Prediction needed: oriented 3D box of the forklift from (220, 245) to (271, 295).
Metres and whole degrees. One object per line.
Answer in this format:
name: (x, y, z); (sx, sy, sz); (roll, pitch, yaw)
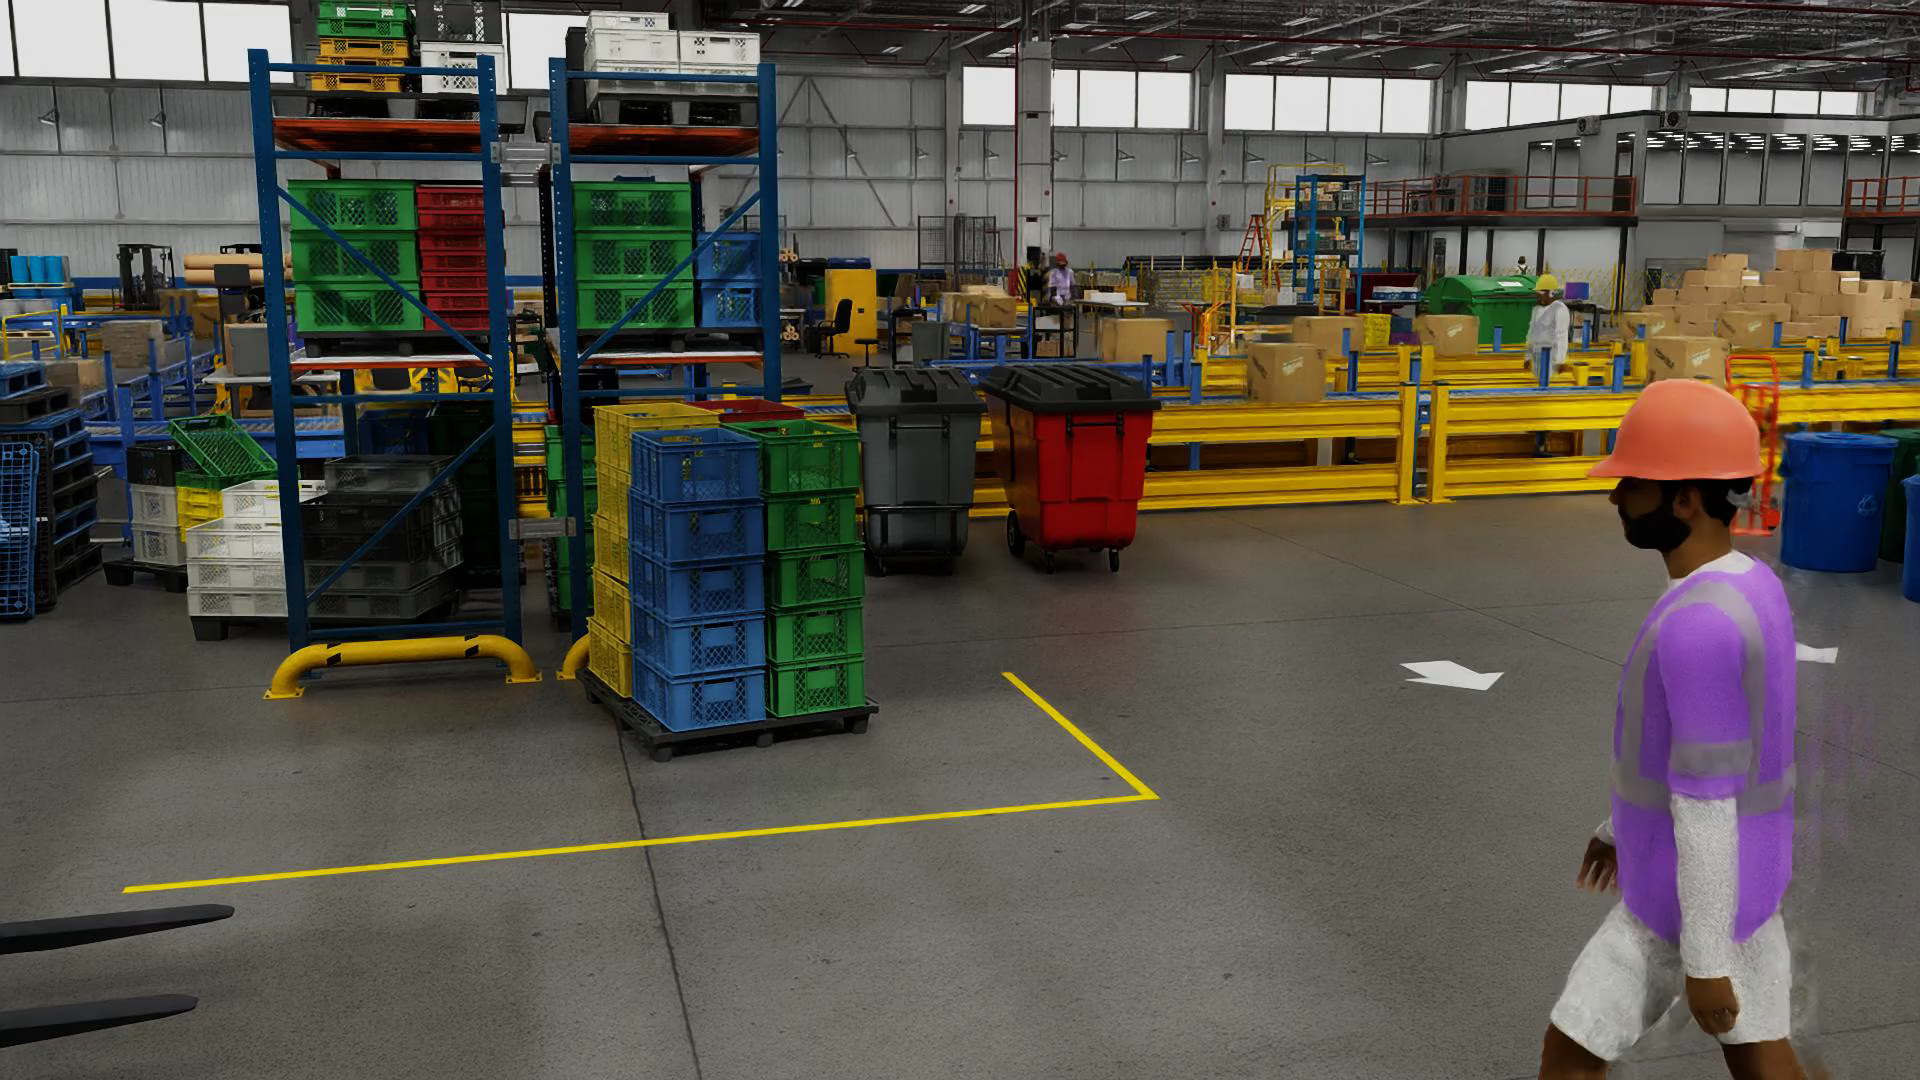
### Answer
forklift: (-17.749, -6.334, 41.440); (1.157, 1.987, 2.680); (-3, 10, -17)

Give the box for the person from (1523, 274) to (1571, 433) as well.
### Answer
person: (6.520, -2.043, 18.544); (0.416, 1.821, 0.609); (-2, 10, -10)

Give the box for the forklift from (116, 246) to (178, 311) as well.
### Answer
forklift: (-19.966, -6.232, 40.894); (1.157, 1.987, 2.680); (-3, 10, -15)

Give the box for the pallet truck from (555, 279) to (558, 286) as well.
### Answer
pallet truck: (-10.604, -6.375, 44.520); (0.653, 1.274, 1.630); (-3, 10, -15)

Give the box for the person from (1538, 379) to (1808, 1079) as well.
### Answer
person: (1.355, 0.635, 3.210); (1.017, 1.880, 0.559); (7, 12, 36)

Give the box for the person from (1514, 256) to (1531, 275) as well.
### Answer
person: (16.714, -7.538, 49.566); (0.508, 1.847, 0.345); (-1, 10, -5)

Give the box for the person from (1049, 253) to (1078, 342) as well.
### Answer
person: (2.284, -5.467, 37.472); (0.679, 1.985, 1.045); (-5, 11, -27)
